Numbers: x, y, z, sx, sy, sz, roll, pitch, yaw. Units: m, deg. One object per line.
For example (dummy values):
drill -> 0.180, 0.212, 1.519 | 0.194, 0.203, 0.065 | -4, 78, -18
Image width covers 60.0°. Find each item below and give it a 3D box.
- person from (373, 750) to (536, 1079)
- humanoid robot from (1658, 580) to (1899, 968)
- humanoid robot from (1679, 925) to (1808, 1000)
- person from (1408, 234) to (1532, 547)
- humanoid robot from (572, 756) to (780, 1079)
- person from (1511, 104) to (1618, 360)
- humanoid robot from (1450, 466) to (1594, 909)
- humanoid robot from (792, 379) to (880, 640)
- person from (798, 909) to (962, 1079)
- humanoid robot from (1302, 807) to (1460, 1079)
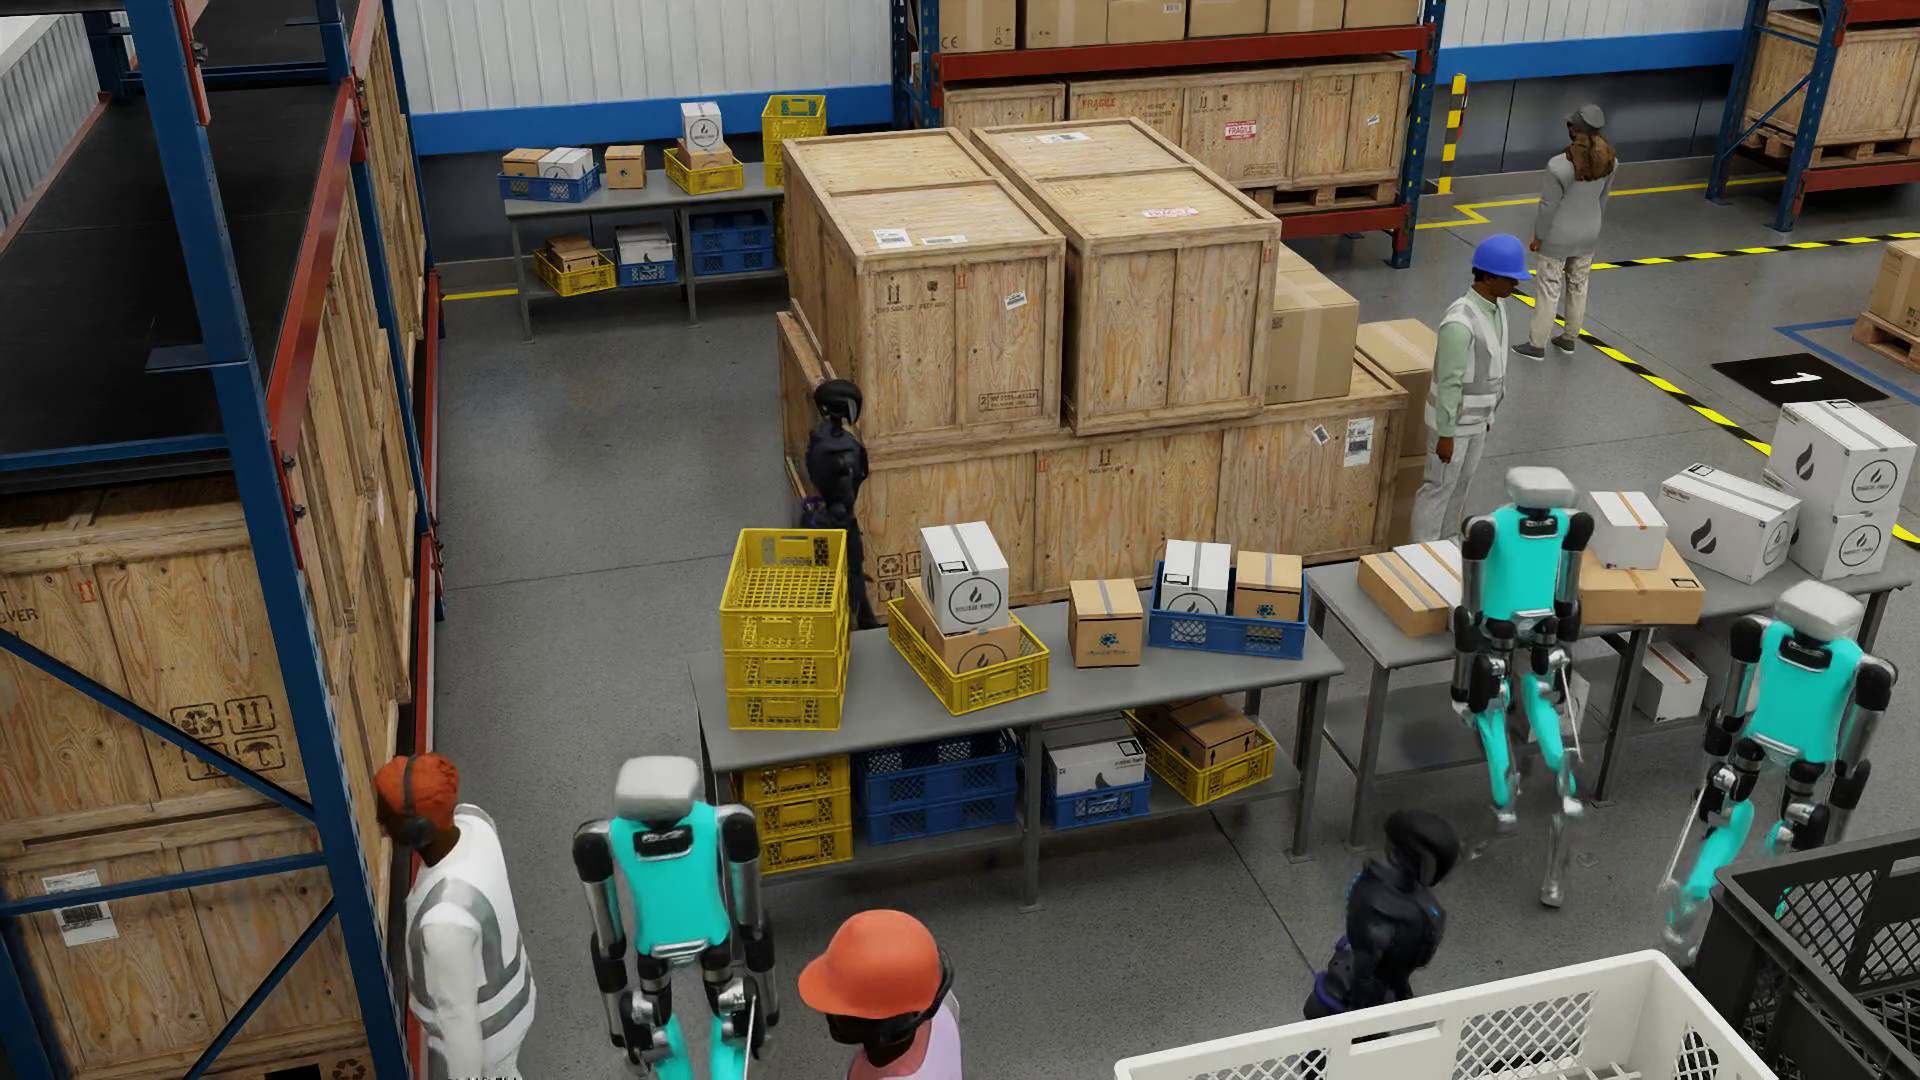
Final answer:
person -> -1.435, 1.411, 4.890 | 0.371, 1.879, 0.590 | -5, 29, -9
humanoid robot -> 2.687, 1.072, 5.741 | 0.717, 1.869, 0.559 | -24, 37, -36
humanoid robot -> 2.190, 1.677, 4.656 | 0.524, 1.640, 0.612 | -15, 32, -25
person -> 2.597, -0.639, 8.550 | 0.411, 1.939, 0.602 | 20, 35, 32
humanoid robot -> -0.790, 1.521, 4.844 | 0.570, 1.736, 0.922 | -4, 29, -7
person -> 4.156, -2.085, 11.344 | 0.562, 1.769, 0.400 | -12, 31, -20
humanoid robot -> 2.251, 0.675, 6.411 | 0.556, 1.762, 0.941 | -7, 30, -12
humanoid robot -> -0.590, 0.006, 7.710 | 0.784, 1.638, 0.589 | -8, 30, -15
person -> -0.179, 1.724, 4.146 | 0.363, 2.048, 0.608 | 4, 29, 7
humanoid robot -> 1.258, 1.462, 5.024 | 0.669, 1.639, 0.589 | 16, 33, 27
